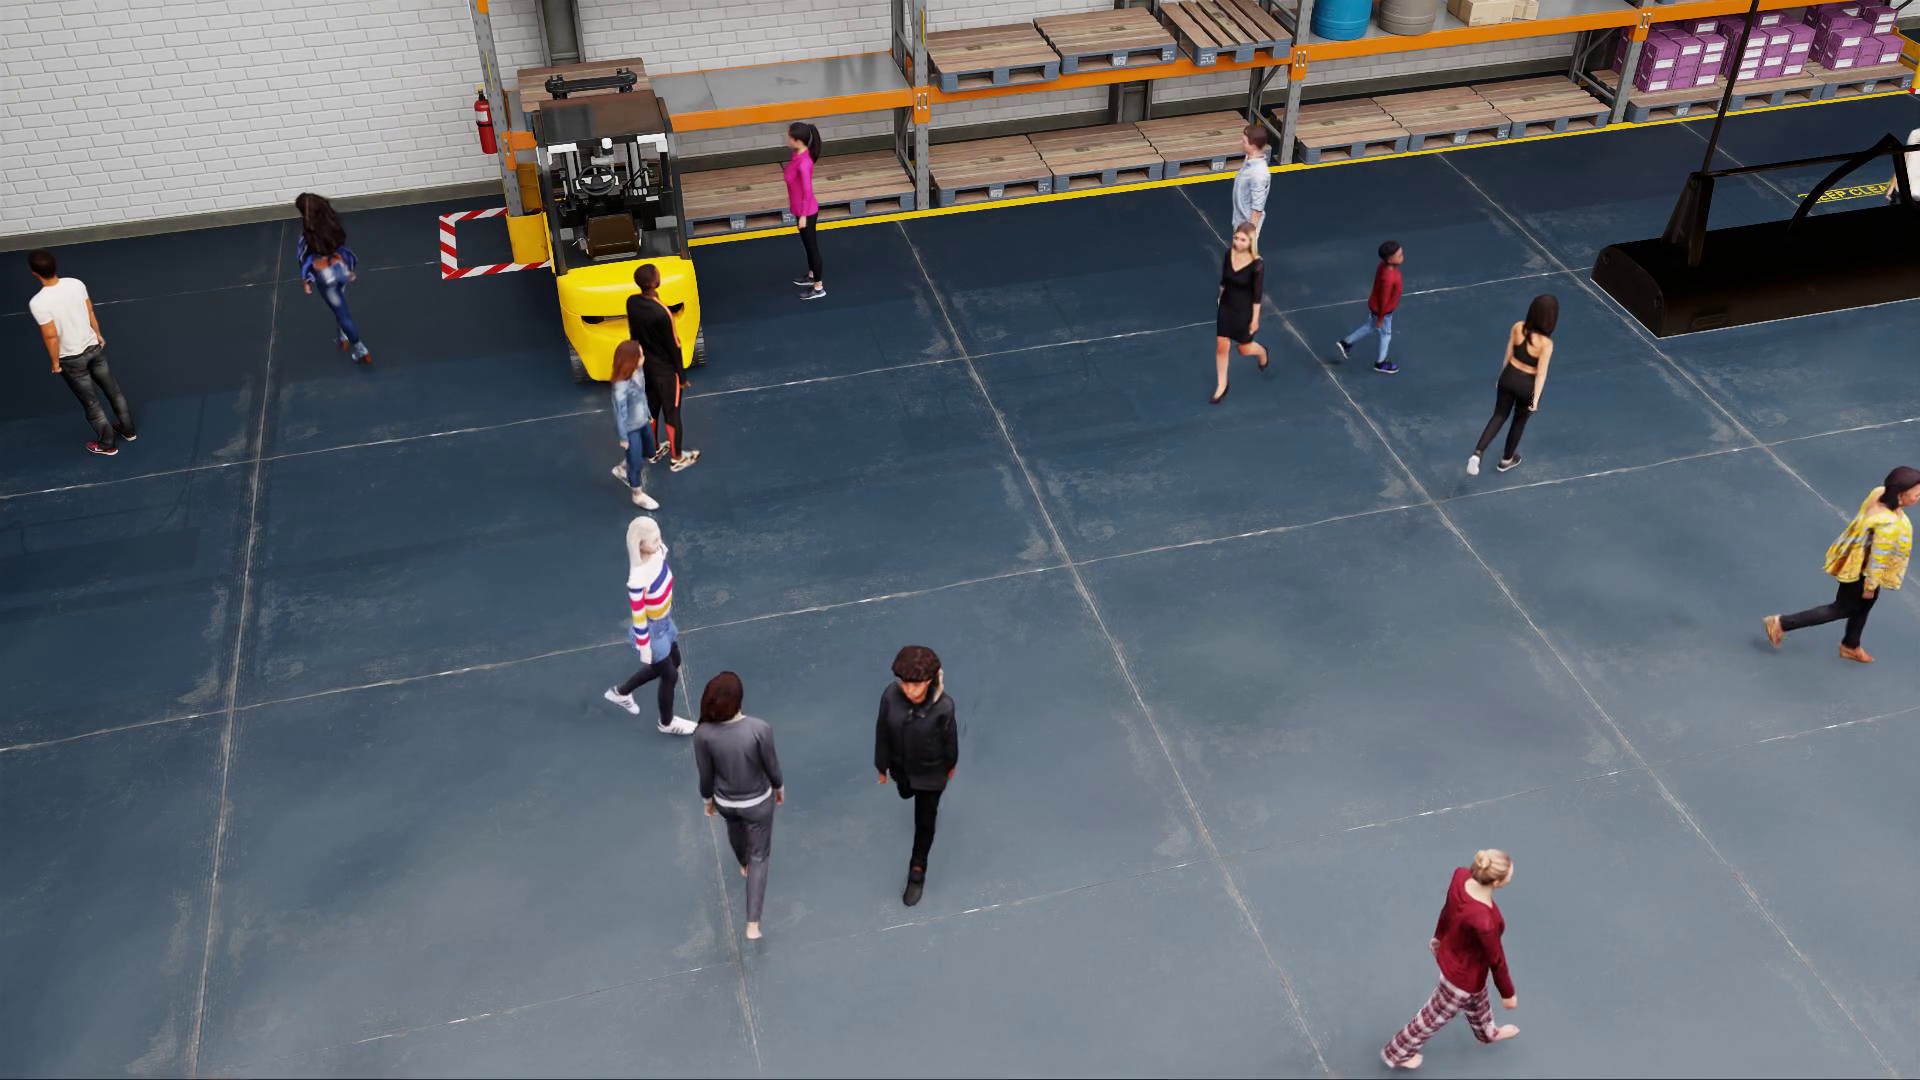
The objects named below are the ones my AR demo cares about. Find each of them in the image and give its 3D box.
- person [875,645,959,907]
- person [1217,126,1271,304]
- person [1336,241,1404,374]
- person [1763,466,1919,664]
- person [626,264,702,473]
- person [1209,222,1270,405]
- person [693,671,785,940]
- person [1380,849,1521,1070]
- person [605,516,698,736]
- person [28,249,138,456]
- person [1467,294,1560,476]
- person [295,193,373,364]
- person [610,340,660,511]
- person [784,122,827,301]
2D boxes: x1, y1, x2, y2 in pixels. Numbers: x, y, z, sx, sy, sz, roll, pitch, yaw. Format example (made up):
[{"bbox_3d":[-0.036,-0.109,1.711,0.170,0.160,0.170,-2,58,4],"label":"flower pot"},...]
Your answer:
[{"bbox_3d":[-0.235,1.247,9.793,1.146,1.754,1.059,10,40,12],"label":"person"},{"bbox_3d":[2.568,-2.823,14.814,0.616,1.847,0.699,-1,39,-1],"label":"person"},{"bbox_3d":[3.561,-2.010,14.283,0.827,1.240,0.632,2,39,2],"label":"person"},{"bbox_3d":[6.005,0.179,11.232,1.145,1.627,1.027,14,41,17],"label":"person"},{"bbox_3d":[-2.360,-1.355,13.008,0.692,1.808,0.743,22,43,25],"label":"person"},{"bbox_3d":[2.361,-1.905,13.814,0.982,1.660,0.825,-31,48,-33],"label":"person"},{"bbox_3d":[-1.243,1.526,9.456,1.107,1.738,0.911,4,39,5],"label":"person"},{"bbox_3d":[2.538,2.223,8.638,1.075,1.669,0.793,-1,39,-1],"label":"person"},{"bbox_3d":[-2.033,0.558,10.625,0.963,1.791,0.841,8,39,10],"label":"person"},{"bbox_3d":[-6.993,-1.500,13.201,0.762,1.803,0.719,17,42,20],"label":"person"},{"bbox_3d":[4.289,-1.169,12.915,0.986,1.632,0.804,-28,47,-31],"label":"person"},{"bbox_3d":[-5.329,-2.218,14.255,0.899,1.600,0.841,21,43,24],"label":"person"},{"bbox_3d":[-2.553,-0.893,12.703,0.800,1.466,0.741,9,40,12],"label":"person"},{"bbox_3d":[-1.403,-3.021,15.188,0.570,1.700,0.590,-7,39,-9],"label":"person"}]
